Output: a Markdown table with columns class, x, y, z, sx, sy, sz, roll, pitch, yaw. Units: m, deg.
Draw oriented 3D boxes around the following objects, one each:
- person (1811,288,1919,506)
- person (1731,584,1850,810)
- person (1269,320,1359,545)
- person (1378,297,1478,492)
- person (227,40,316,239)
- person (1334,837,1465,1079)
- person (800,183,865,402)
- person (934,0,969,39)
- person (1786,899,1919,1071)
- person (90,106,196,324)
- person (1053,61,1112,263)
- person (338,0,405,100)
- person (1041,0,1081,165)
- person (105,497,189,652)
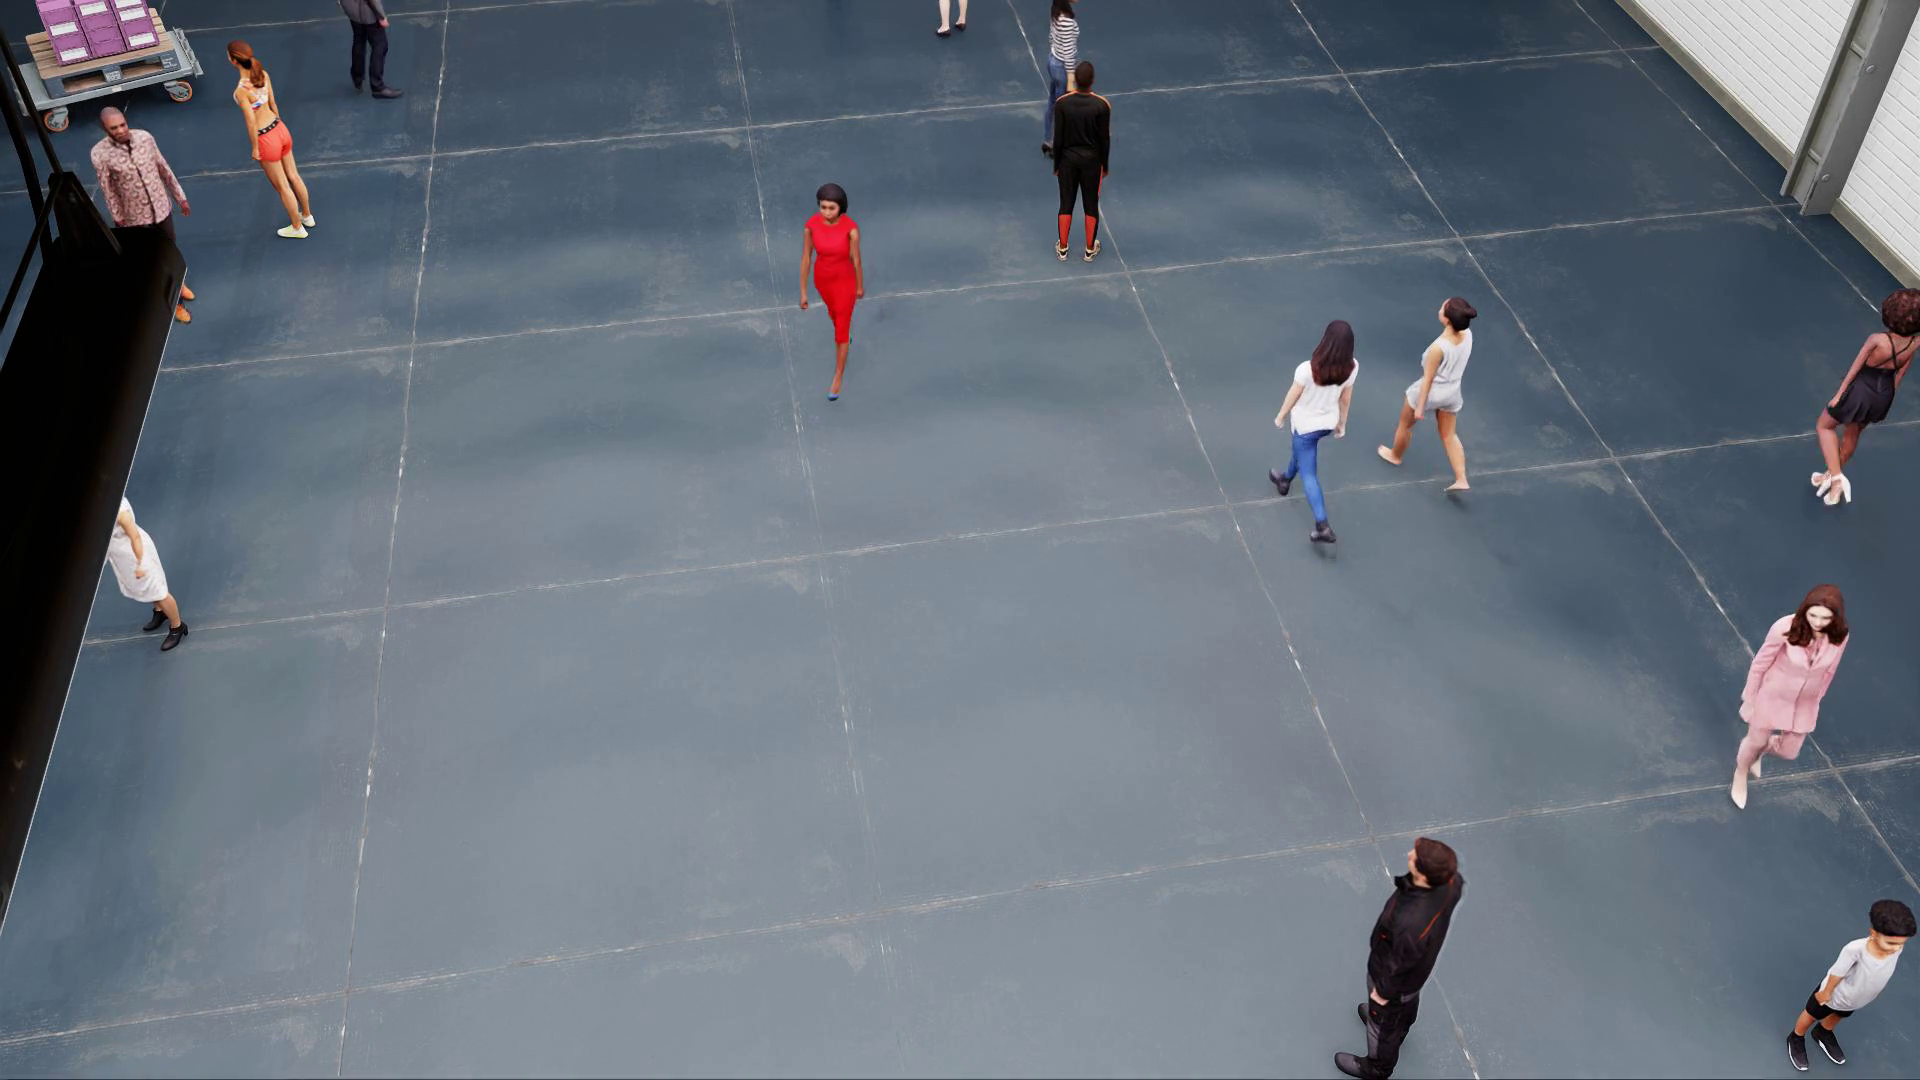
| class | x | y | z | sx | sy | sz | roll | pitch | yaw |
| --- | --- | --- | --- | --- | --- | --- | --- | --- | --- |
| person | 6.267 | -0.915 | 11.489 | 0.612 | 1.775 | 0.787 | -2 | 44 | -2 |
| person | 4.744 | 0.846 | 9.635 | 0.733 | 1.783 | 0.770 | 3 | 44 | 3 |
| person | 2.454 | -0.696 | 11.359 | 0.787 | 1.637 | 1.208 | -17 | 46 | -17 |
| person | 3.423 | -0.996 | 11.715 | 0.835 | 1.580 | 1.098 | -24 | 48 | -23 |
| person | -5.828 | -3.380 | 14.065 | 0.715 | 1.791 | 0.618 | 11 | 45 | 12 |
| person | 2.216 | 2.093 | 8.285 | 0.846 | 1.838 | 0.772 | 24 | 49 | 23 |
| person | -0.925 | -1.990 | 12.669 | 0.864 | 1.705 | 1.152 | 9 | 44 | 10 |
| person | -0.108 | -5.970 | 16.756 | 0.634 | 1.829 | 0.612 | -22 | 48 | -21 |
| person | 4.577 | 2.262 | 8.529 | 0.481 | 1.259 | 0.470 | -7 | 44 | -7 |
| person | -6.565 | -2.696 | 13.348 | 1.036 | 1.789 | 0.964 | 29 | 51 | 27 |
| person | 0.999 | -3.136 | 13.796 | 0.680 | 1.808 | 0.638 | 6 | 44 | 6 |
| person | -5.734 | -5.073 | 15.833 | 0.868 | 1.804 | 1.038 | 26 | 49 | 25 |
| person | 0.913 | -4.209 | 14.933 | 0.642 | 1.794 | 0.438 | -9 | 44 | -9 |
| person | -5.294 | 0.064 | 10.620 | 0.702 | 1.556 | 0.610 | -32 | 52 | -29 |
